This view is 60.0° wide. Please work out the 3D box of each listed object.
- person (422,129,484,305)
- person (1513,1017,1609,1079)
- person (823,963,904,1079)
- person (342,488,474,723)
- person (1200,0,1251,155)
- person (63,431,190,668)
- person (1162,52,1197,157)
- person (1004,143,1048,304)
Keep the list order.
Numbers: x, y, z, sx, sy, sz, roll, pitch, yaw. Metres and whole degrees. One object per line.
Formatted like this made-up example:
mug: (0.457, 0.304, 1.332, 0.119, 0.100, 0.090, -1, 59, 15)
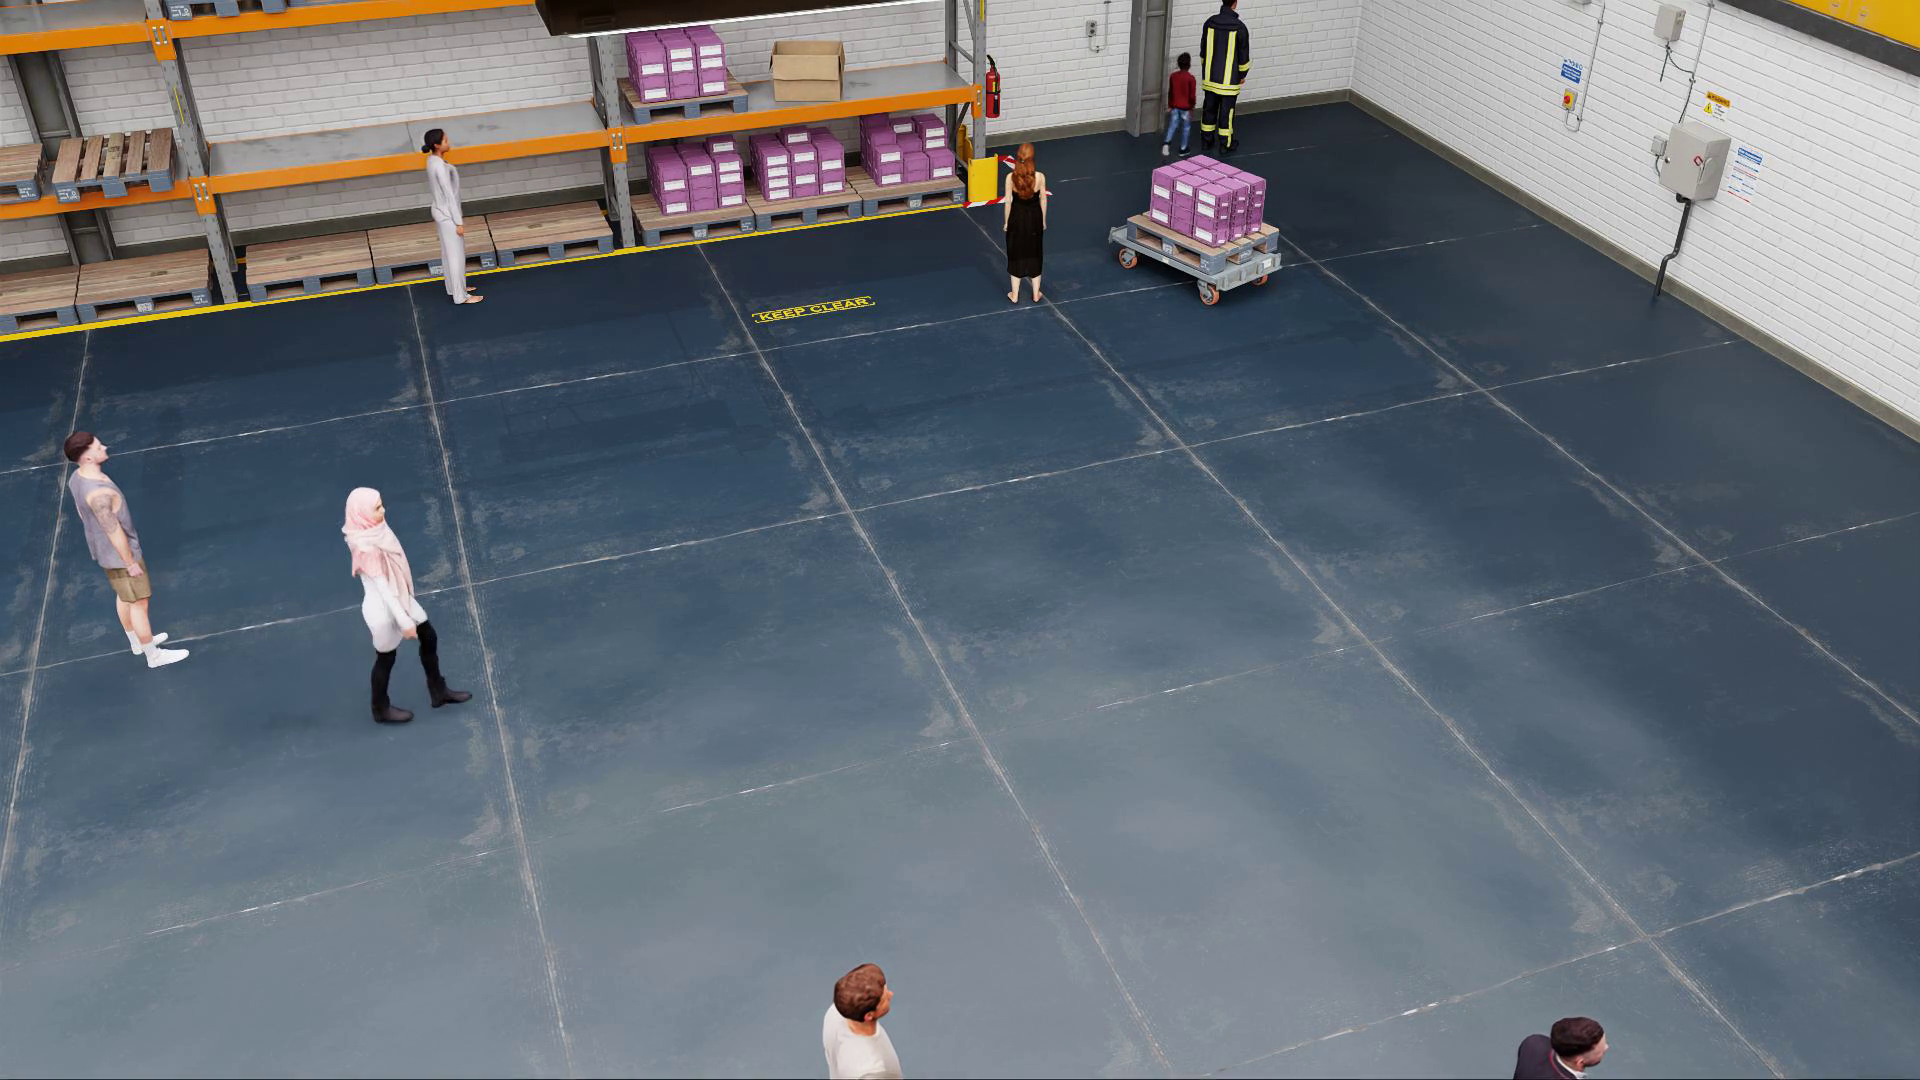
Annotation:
person: (-5.013, -3.180, 16.277, 0.581, 1.736, 0.670, -17, 37, -24)
person: (2.536, 2.727, 7.293, 0.638, 1.844, 0.702, -4, 34, -6)
person: (-0.413, 2.600, 7.429, 0.598, 1.905, 0.667, -15, 36, -21)
person: (-3.796, 0.469, 10.749, 0.945, 1.779, 0.764, -3, 34, -4)
person: (3.112, -5.560, 19.686, 0.890, 1.928, 0.911, 20, 39, 27)
person: (-5.756, 0.064, 11.361, 0.717, 1.847, 0.728, 28, 43, 35)
person: (2.594, -5.107, 19.618, 0.717, 1.247, 0.799, 19, 38, 26)
person: (0.635, -3.093, 16.247, 0.591, 1.625, 0.698, -2, 34, -2)
